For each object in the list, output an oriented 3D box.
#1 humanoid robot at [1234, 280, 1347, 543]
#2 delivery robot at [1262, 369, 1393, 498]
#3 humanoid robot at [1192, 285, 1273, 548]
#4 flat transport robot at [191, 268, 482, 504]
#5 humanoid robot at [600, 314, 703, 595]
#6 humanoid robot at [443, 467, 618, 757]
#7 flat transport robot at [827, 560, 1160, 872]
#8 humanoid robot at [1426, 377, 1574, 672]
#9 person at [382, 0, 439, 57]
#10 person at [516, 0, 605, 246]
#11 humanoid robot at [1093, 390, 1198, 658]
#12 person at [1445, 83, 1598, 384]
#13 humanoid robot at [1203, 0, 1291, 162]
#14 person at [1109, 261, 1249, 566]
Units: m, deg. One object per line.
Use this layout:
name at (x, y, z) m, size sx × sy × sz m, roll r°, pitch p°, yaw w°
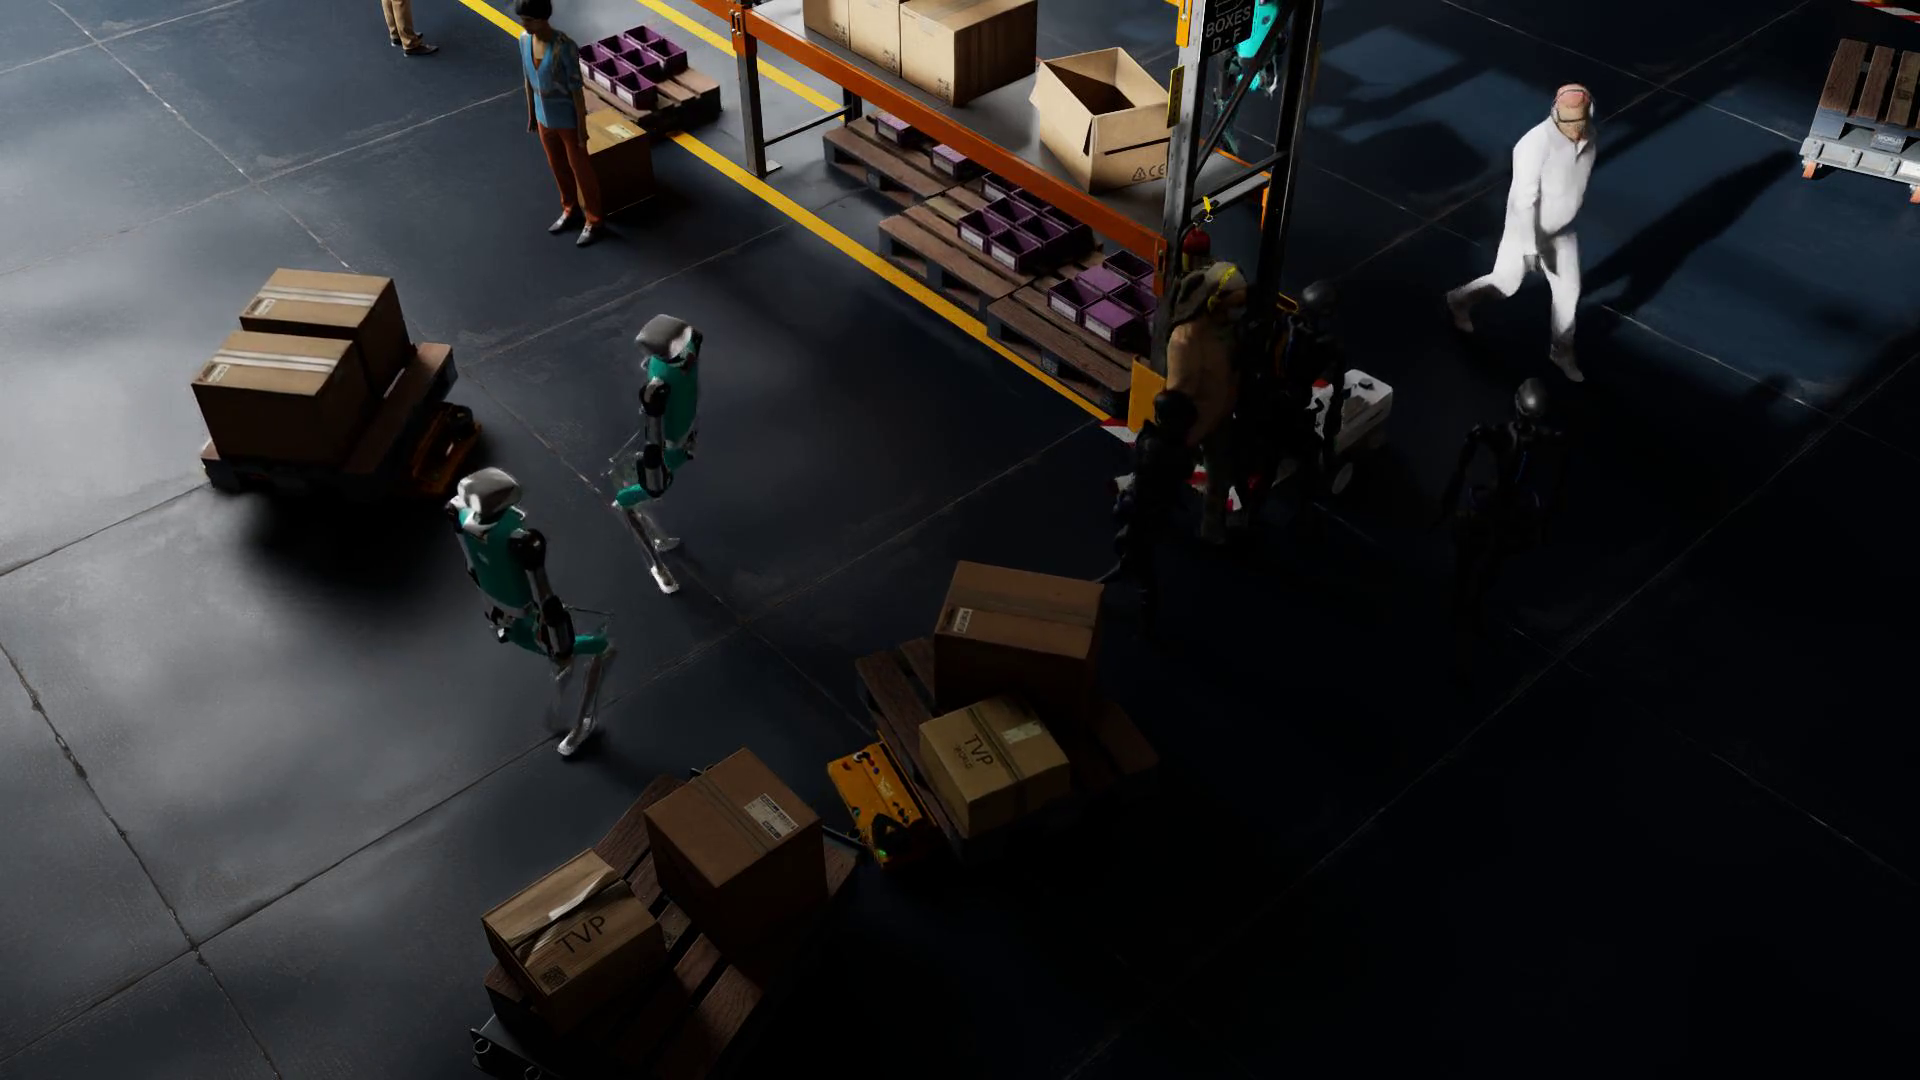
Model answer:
humanoid robot at (1.763, -0.664, 8.796) m, size 0.548 × 1.637 × 0.599 m, roll -24°, pitch 48°, yaw -24°
delivery robot at (2.146, -0.643, 9.596) m, size 0.796 × 0.613 × 0.499 m, roll -34°, pitch 52°, yaw -31°
humanoid robot at (1.485, -0.651, 8.772) m, size 0.490 × 1.631 × 0.609 m, roll -4°, pitch 43°, yaw -4°
flat transport robot at (-3.599, -0.567, 9.712) m, size 1.431 × 0.231 × 0.659 m, roll 6°, pitch 43°, yaw 6°
humanoid robot at (-1.639, -0.431, 8.472) m, size 0.795 × 1.764 × 0.558 m, roll 11°, pitch 44°, yaw 12°
humanoid robot at (-1.869, 0.327, 7.678) m, size 0.531 × 1.829 × 0.639 m, roll 25°, pitch 48°, yaw 24°
flat transport robot at (0.147, 1.043, 7.960) m, size 1.431 × 0.231 × 0.659 m, roll -19°, pitch 46°, yaw -19°
humanoid robot at (2.642, -0.071, 8.156) m, size 0.612 × 1.646 × 0.693 m, roll 4°, pitch 43°, yaw 4°
person at (-4.494, -4.698, 13.107) m, size 0.334 × 1.749 × 0.574 m, roll -26°, pitch 48°, yaw -25°
person at (-2.669, -2.805, 11.047) m, size 0.497 × 1.759 × 0.333 m, roll 22°, pitch 47°, yaw 22°
humanoid robot at (0.889, -0.142, 8.239) m, size 0.630 × 1.649 × 0.612 m, roll 28°, pitch 49°, yaw 27°
person at (3.499, -1.890, 9.987) m, size 0.624 × 1.834 × 0.939 m, roll -19°, pitch 46°, yaw -20°
humanoid robot at (1.909, -3.266, 11.590) m, size 0.562 × 1.750 × 1.063 m, roll -17°, pitch 45°, yaw -18°
person at (1.203, -0.700, 8.699) m, size 0.783 × 1.848 × 0.609 m, roll 34°, pitch 52°, yaw 31°
